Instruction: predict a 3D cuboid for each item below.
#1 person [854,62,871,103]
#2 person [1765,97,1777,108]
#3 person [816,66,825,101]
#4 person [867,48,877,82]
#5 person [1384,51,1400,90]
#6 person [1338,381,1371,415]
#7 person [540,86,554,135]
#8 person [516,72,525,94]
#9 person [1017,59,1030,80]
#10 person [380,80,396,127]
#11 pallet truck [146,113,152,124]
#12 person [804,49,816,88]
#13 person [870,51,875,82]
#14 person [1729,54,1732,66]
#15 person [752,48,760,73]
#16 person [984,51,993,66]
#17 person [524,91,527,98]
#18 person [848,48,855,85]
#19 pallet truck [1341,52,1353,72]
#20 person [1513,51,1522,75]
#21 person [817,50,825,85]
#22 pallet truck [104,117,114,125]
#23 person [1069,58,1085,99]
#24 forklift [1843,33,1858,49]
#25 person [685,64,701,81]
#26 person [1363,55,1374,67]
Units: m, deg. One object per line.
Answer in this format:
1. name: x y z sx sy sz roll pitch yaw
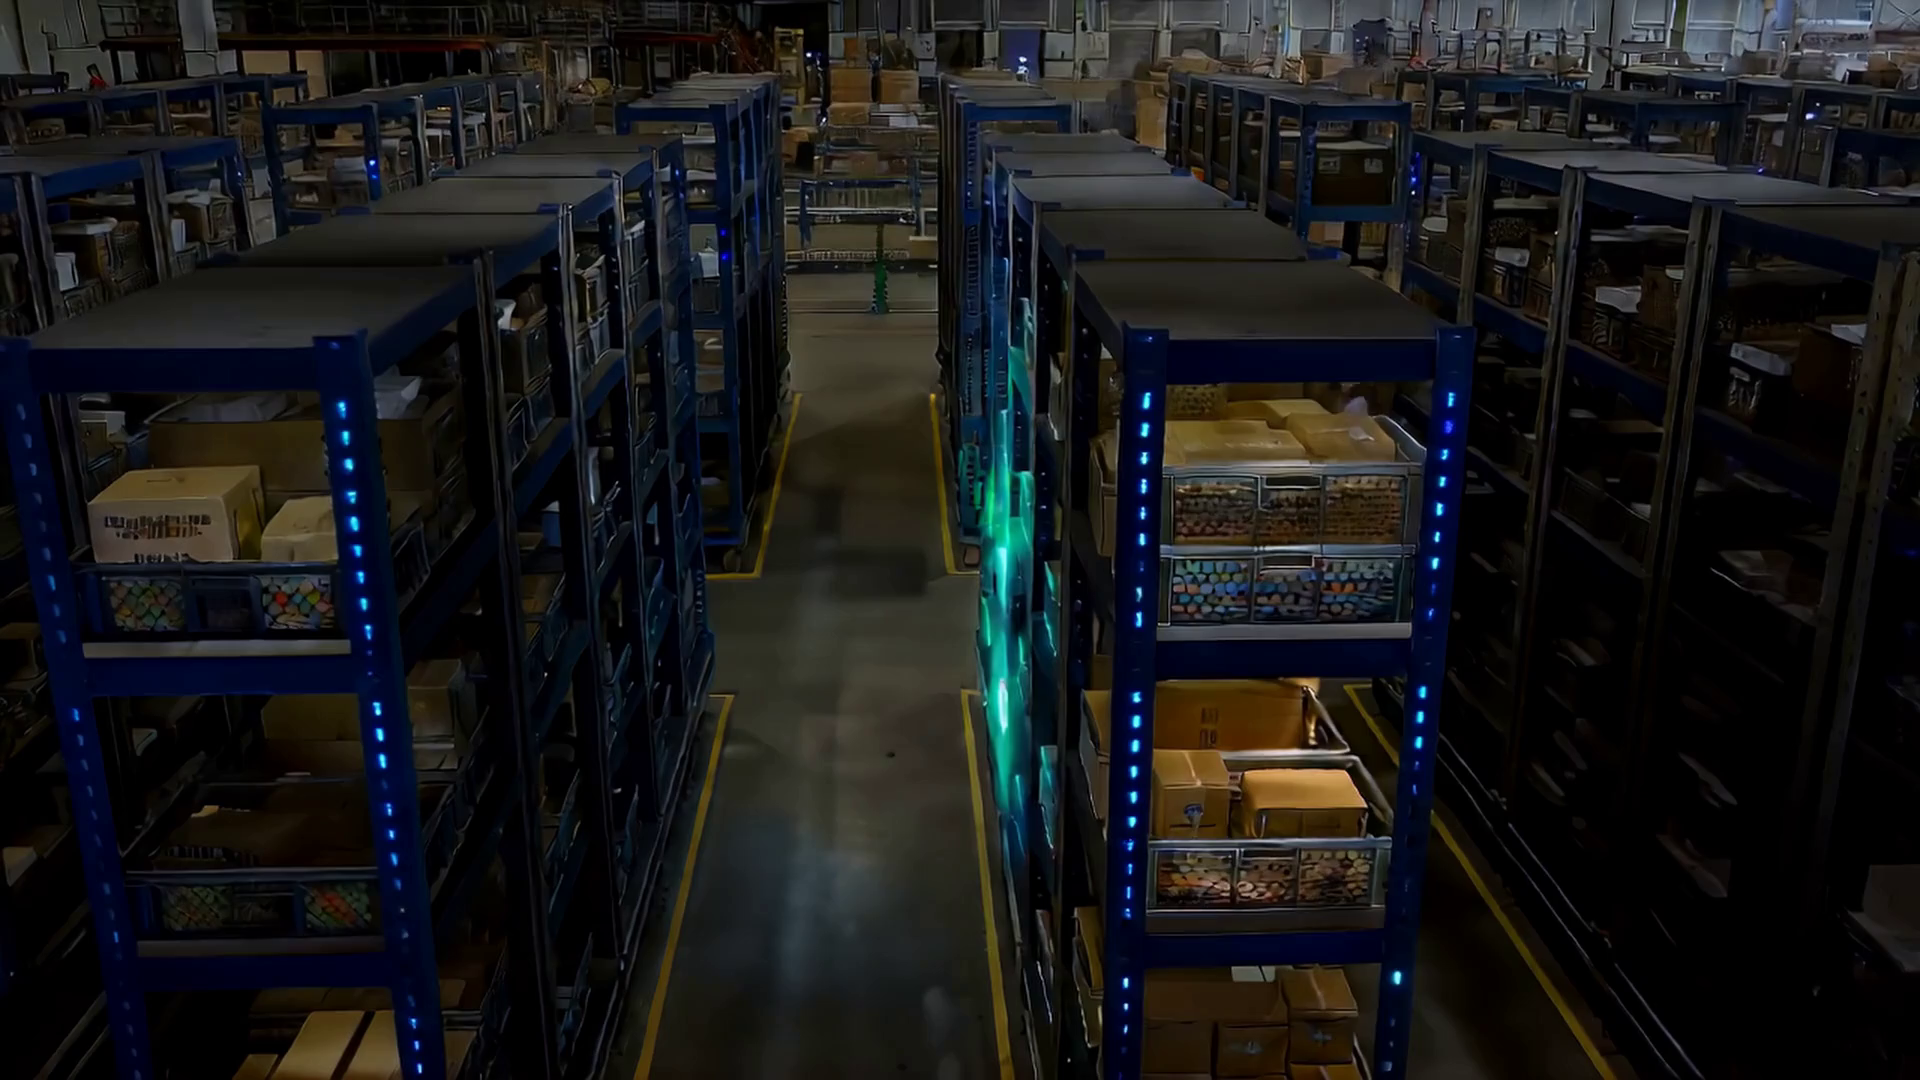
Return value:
1. person: -4.116 -19.331 70.688 0.666 1.881 0.955 -11 21 -30
2. person: 25.352 -13.199 52.083 0.866 1.631 0.576 -9 20 -27
3. person: -5.466 -17.677 65.478 0.362 1.935 0.551 -3 18 -9
4. person: -4.859 -26.105 91.582 0.573 1.918 0.439 1 18 3
5. person: 22.258 -24.154 85.514 1.024 1.934 0.645 -2 18 -6
6. person: 2.927 -0.475 12.448 0.623 1.816 0.604 6 19 19
7. person: -13.872 -14.436 55.720 0.529 1.768 0.312 -10 20 -28
8. person: -16.796 -16.950 63.313 0.860 1.896 0.607 -4 18 -12
9. person: 2.623 -18.970 69.312 0.609 2.040 0.394 -12 21 -33
10. person: -19.093 -14.323 55.256 0.969 1.847 0.591 2 18 6
11. pallet truck: -18.087 -8.309 36.390 1.885 1.965 0.823 -1 18 -4
12. person: -7.858 -24.622 86.875 0.624 1.992 0.390 4 18 13
13. person: -4.972 -26.582 93.327 0.383 1.751 0.534 -10 21 -29
14. person: 37.748 -22.908 81.682 0.577 1.921 0.640 -2 18 -6
15. person: -11.107 -25.851 90.754 0.404 1.945 0.615 8 19 23
16. person: 1.612 -26.936 94.526 0.530 1.689 0.322 2 18 6
17. person: -12.675 -12.113 48.404 0.617 1.857 0.546 17 24 42
18. person: -5.874 -25.827 90.711 0.366 1.927 0.585 5 19 16
19. pallet truck: 18.794 -23.123 82.231 0.823 1.965 1.885 -13 22 -35
20. person: 29.384 -24.778 87.549 0.423 1.873 0.599 -11 21 -32
21. person: -7.563 -25.635 90.252 0.429 1.846 0.625 -3 18 -10
22. pallet truck: -18.367 -7.885 35.078 1.885 1.965 0.823 1 18 2
23. person: 5.453 -21.480 77.394 0.782 1.852 0.523 -6 19 -17
24. forklift: 44.508 -23.936 83.335 1.873 2.768 1.129 -2 18 -7
25. person: -10.427 -17.547 64.909 0.676 2.000 0.536 -11 21 -31
26. person: 20.094 -22.985 82.075 0.647 1.827 0.583 -10 21 -29
